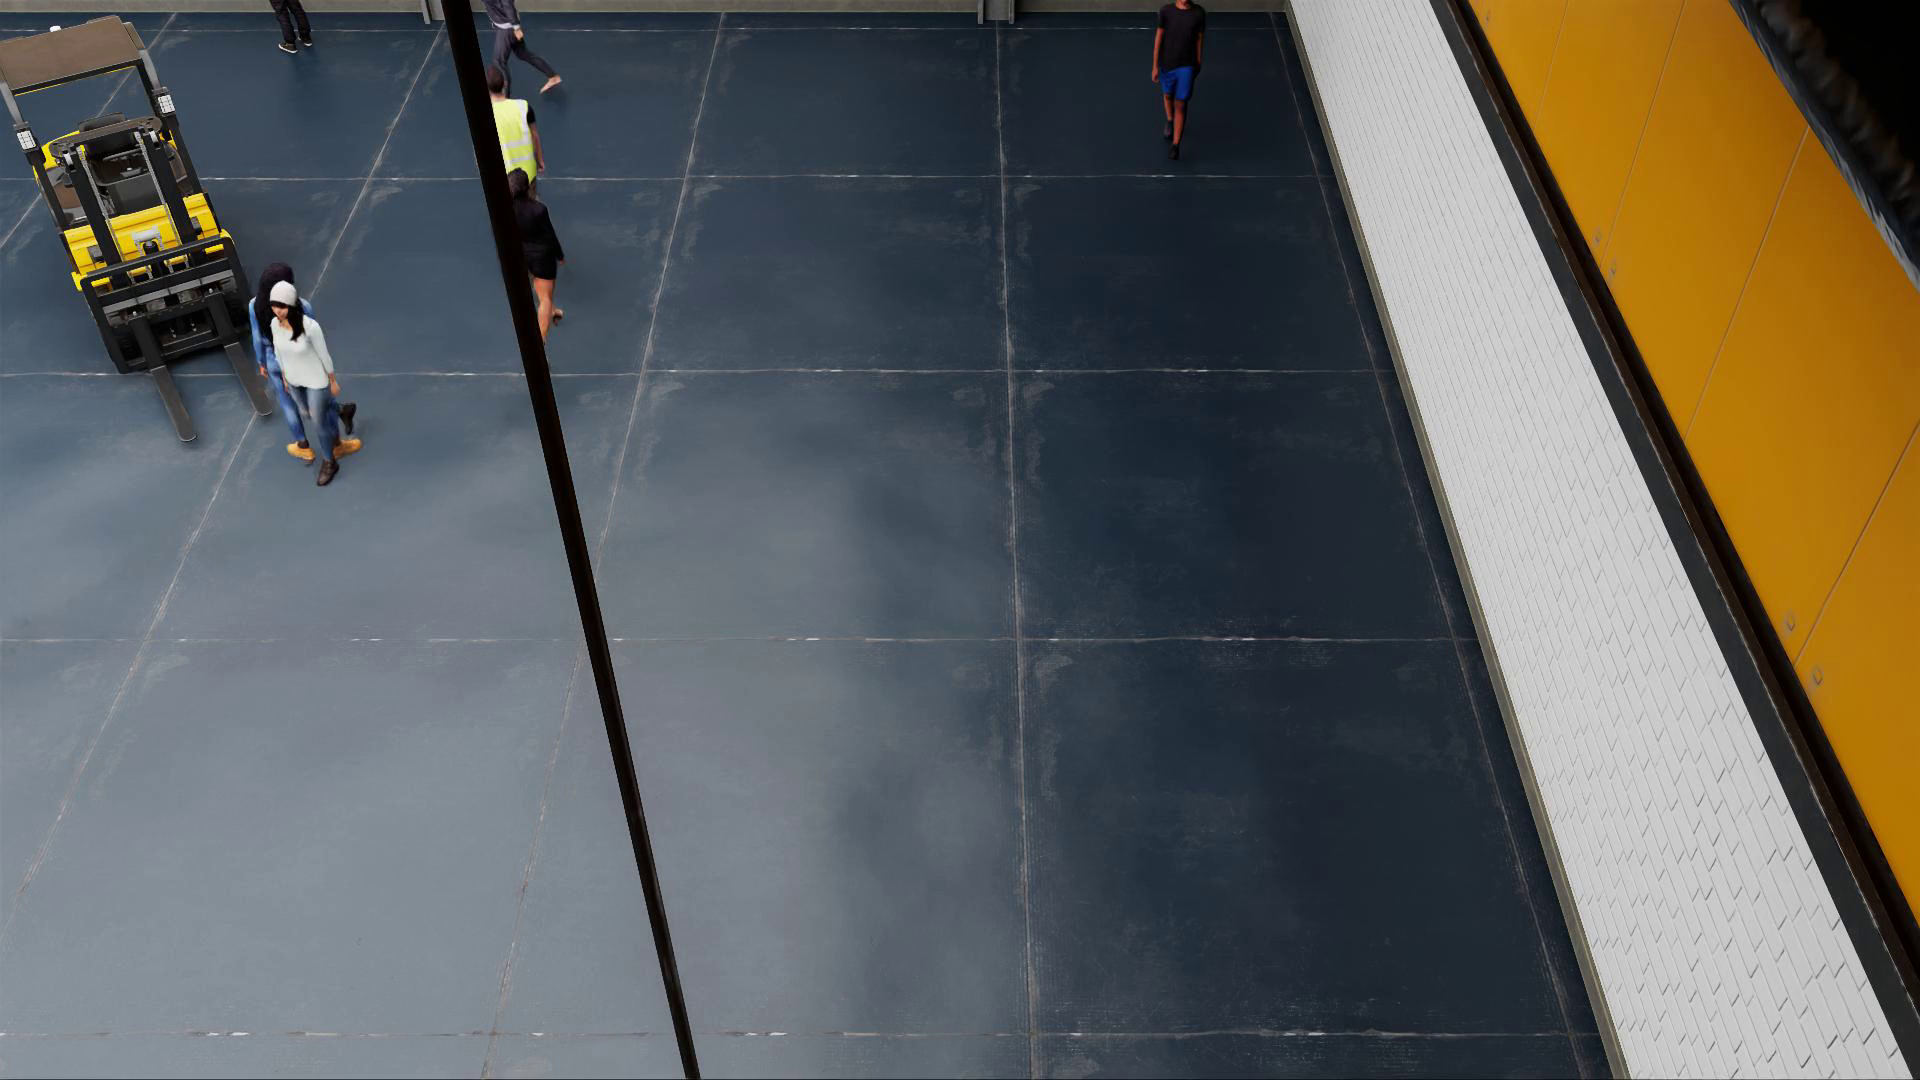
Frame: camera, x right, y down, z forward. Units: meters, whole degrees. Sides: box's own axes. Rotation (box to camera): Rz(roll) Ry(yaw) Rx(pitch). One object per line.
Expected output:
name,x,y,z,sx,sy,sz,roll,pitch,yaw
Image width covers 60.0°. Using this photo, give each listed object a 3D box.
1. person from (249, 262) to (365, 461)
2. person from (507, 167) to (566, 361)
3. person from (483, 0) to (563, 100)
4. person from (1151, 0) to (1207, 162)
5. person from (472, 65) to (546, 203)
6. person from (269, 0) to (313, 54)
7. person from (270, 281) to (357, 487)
person,-4.958,-1.286,12.271,0.529,1.699,0.828,-18,46,-18
person,-3.386,-2.165,13.264,1.018,1.602,0.762,9,44,9
person,-4.339,-5.041,16.196,1.177,1.720,0.976,-22,48,-21
person,2.056,-4.530,15.639,1.088,1.749,0.852,12,45,12
person,-3.766,-3.096,14.083,1.060,1.820,1.038,-22,48,-21
person,-7.029,-5.756,17.142,0.694,1.451,0.649,30,51,28
person,-4.772,-1.231,12.263,0.928,1.628,0.790,10,45,11
